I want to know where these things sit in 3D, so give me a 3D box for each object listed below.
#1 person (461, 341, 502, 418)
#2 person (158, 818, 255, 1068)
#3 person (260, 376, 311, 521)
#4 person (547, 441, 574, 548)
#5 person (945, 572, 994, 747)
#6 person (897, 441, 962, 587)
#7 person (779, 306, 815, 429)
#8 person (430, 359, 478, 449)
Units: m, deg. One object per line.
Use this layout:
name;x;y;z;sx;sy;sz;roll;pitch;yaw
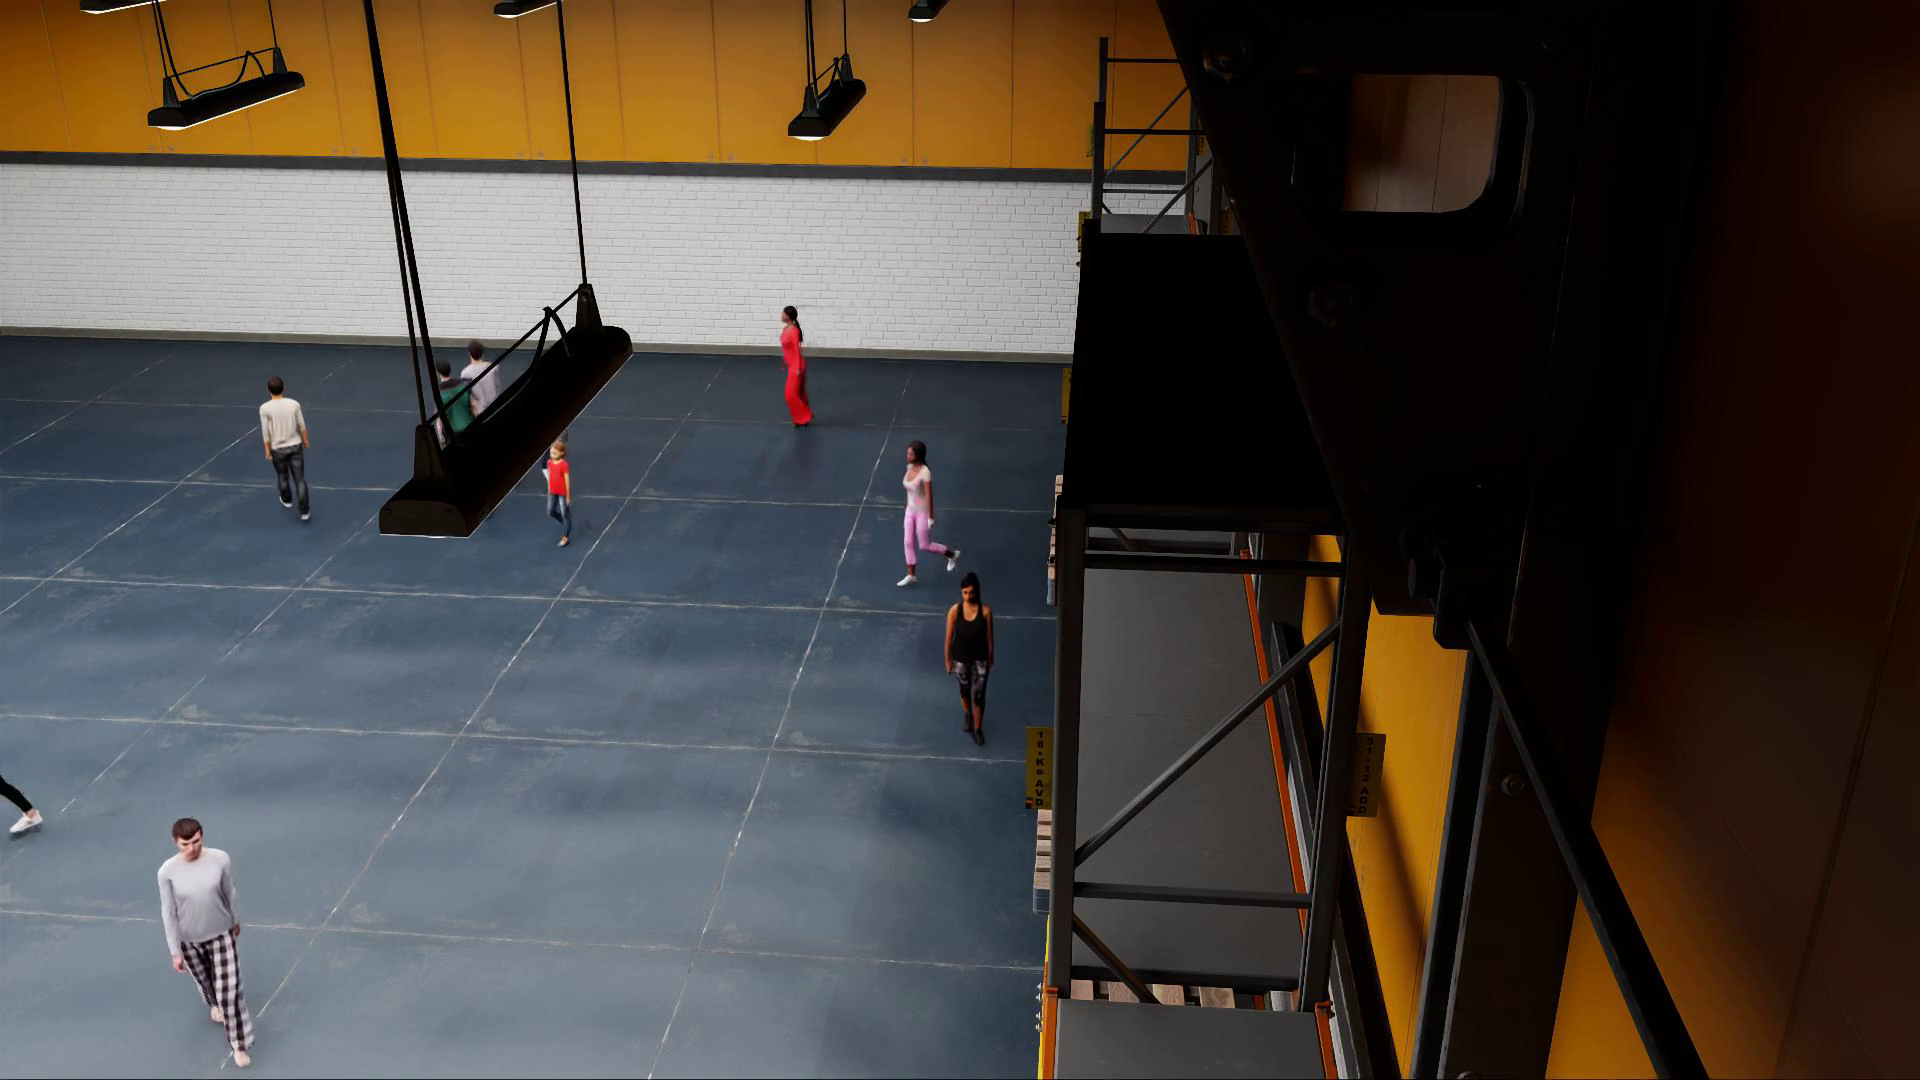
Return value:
person;-6.111;-1.658;21.513;0.831;1.831;0.881;-18;29;-35
person;-5.274;2.708;11.568;1.030;1.796;1.261;-11;26;-23
person;-8.185;-1.092;20.293;1.037;1.770;1.165;-13;27;-28
person;-4.699;-0.579;19.699;0.602;1.305;0.658;12;27;26
person;0.102;1.046;15.555;0.629;1.647;0.798;0;24;1
person;-0.367;-0.298;18.541;1.025;1.719;1.019;-12;27;-26
person;-2.226;-2.405;23.298;0.852;1.770;0.773;-9;25;-19
person;-6.200;-1.322;20.688;1.008;1.875;1.064;-17;29;-33
